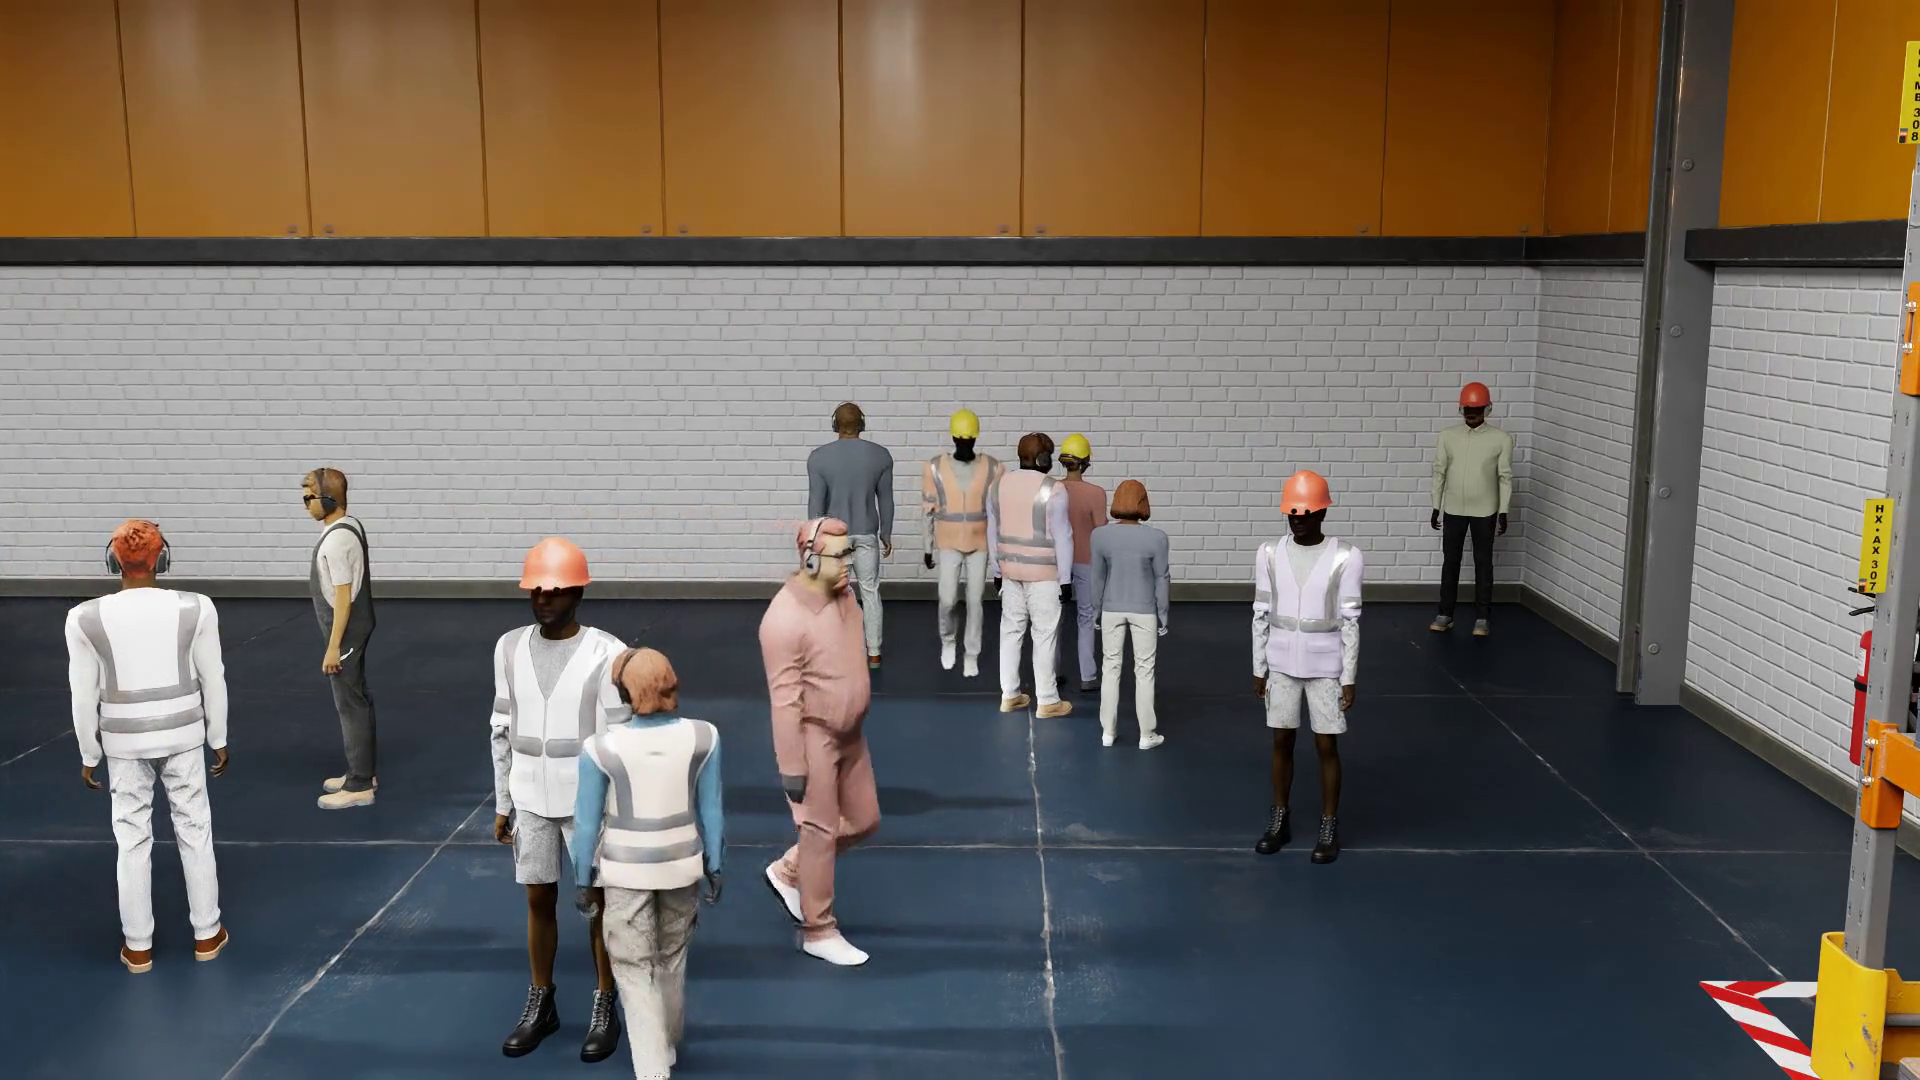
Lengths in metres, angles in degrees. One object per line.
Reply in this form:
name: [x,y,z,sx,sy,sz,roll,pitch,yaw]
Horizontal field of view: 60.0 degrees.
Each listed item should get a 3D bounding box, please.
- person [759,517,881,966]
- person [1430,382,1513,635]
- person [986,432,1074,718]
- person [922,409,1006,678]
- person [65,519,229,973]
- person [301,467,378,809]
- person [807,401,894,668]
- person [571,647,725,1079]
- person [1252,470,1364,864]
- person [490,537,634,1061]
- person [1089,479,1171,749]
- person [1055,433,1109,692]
person: [-0.606,0.830,6.933,0.500,1.890,0.664,4,10,24]
person: [4.011,-0.247,13.093,0.622,1.991,0.389,5,11,29]
person: [0.474,0.223,10.743,0.633,1.839,0.429,7,12,37]
person: [0.037,0.030,11.679,0.602,1.910,0.447,0,9,-2]
person: [-3.329,0.847,6.876,0.574,1.883,0.356,-5,11,-26]
person: [-3.329,0.521,8.948,0.344,1.841,0.504,-2,10,-12]
person: [-0.782,-0.025,11.932,0.635,1.936,0.350,-3,10,-16]
person: [-1.072,1.164,5.773,0.530,1.618,0.689,-5,11,-26]
person: [1.674,0.616,8.121,0.540,1.931,0.382,5,11,27]
person: [-1.460,0.946,6.104,0.544,1.943,0.347,2,10,9]
person: [1.023,0.447,10.014,0.497,1.634,0.287,3,10,20]
person: [0.790,0.155,11.356,0.525,1.772,0.302,6,11,32]
